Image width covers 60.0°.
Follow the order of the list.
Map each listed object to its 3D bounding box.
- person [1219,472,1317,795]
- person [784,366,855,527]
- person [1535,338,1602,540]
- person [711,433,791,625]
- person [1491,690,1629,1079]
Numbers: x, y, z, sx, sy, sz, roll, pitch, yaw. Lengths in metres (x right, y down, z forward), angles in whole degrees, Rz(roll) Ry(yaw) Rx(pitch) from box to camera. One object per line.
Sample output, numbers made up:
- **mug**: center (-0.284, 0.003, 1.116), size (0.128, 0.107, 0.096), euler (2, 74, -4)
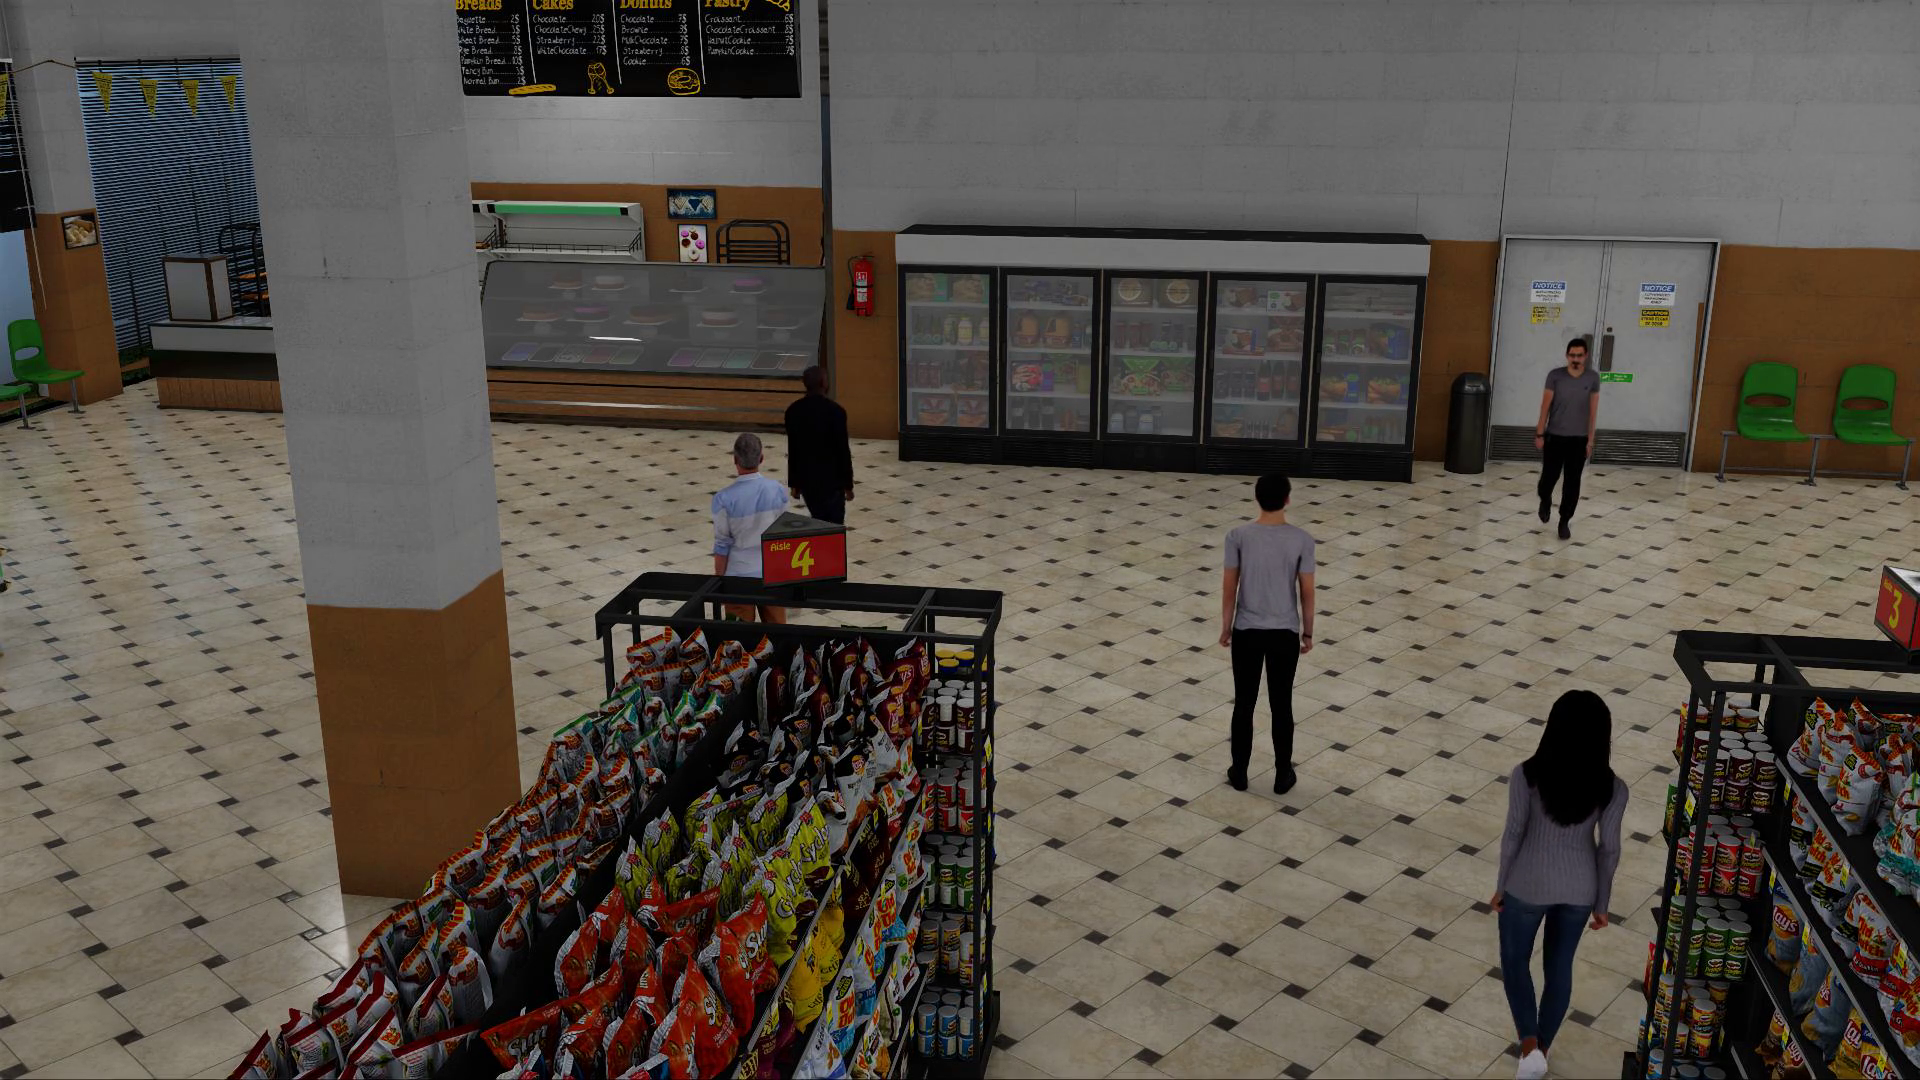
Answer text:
- **person**: center (1.728, 0.528, 9.416), size (0.675, 1.863, 0.525), euler (4, 17, 12)
- **person**: center (-1.098, -0.392, 12.557), size (0.977, 1.797, 1.168), euler (11, 20, 32)
- **person**: center (5.254, -0.904, 14.364), size (0.647, 1.727, 0.802), euler (4, 17, 14)
- **person**: center (-1.296, 0.224, 10.475), size (0.765, 1.828, 0.799), euler (-9, 19, -28)
- **person**: center (2.367, 1.445, 6.629), size (0.624, 1.726, 0.861), euler (3, 17, 11)
